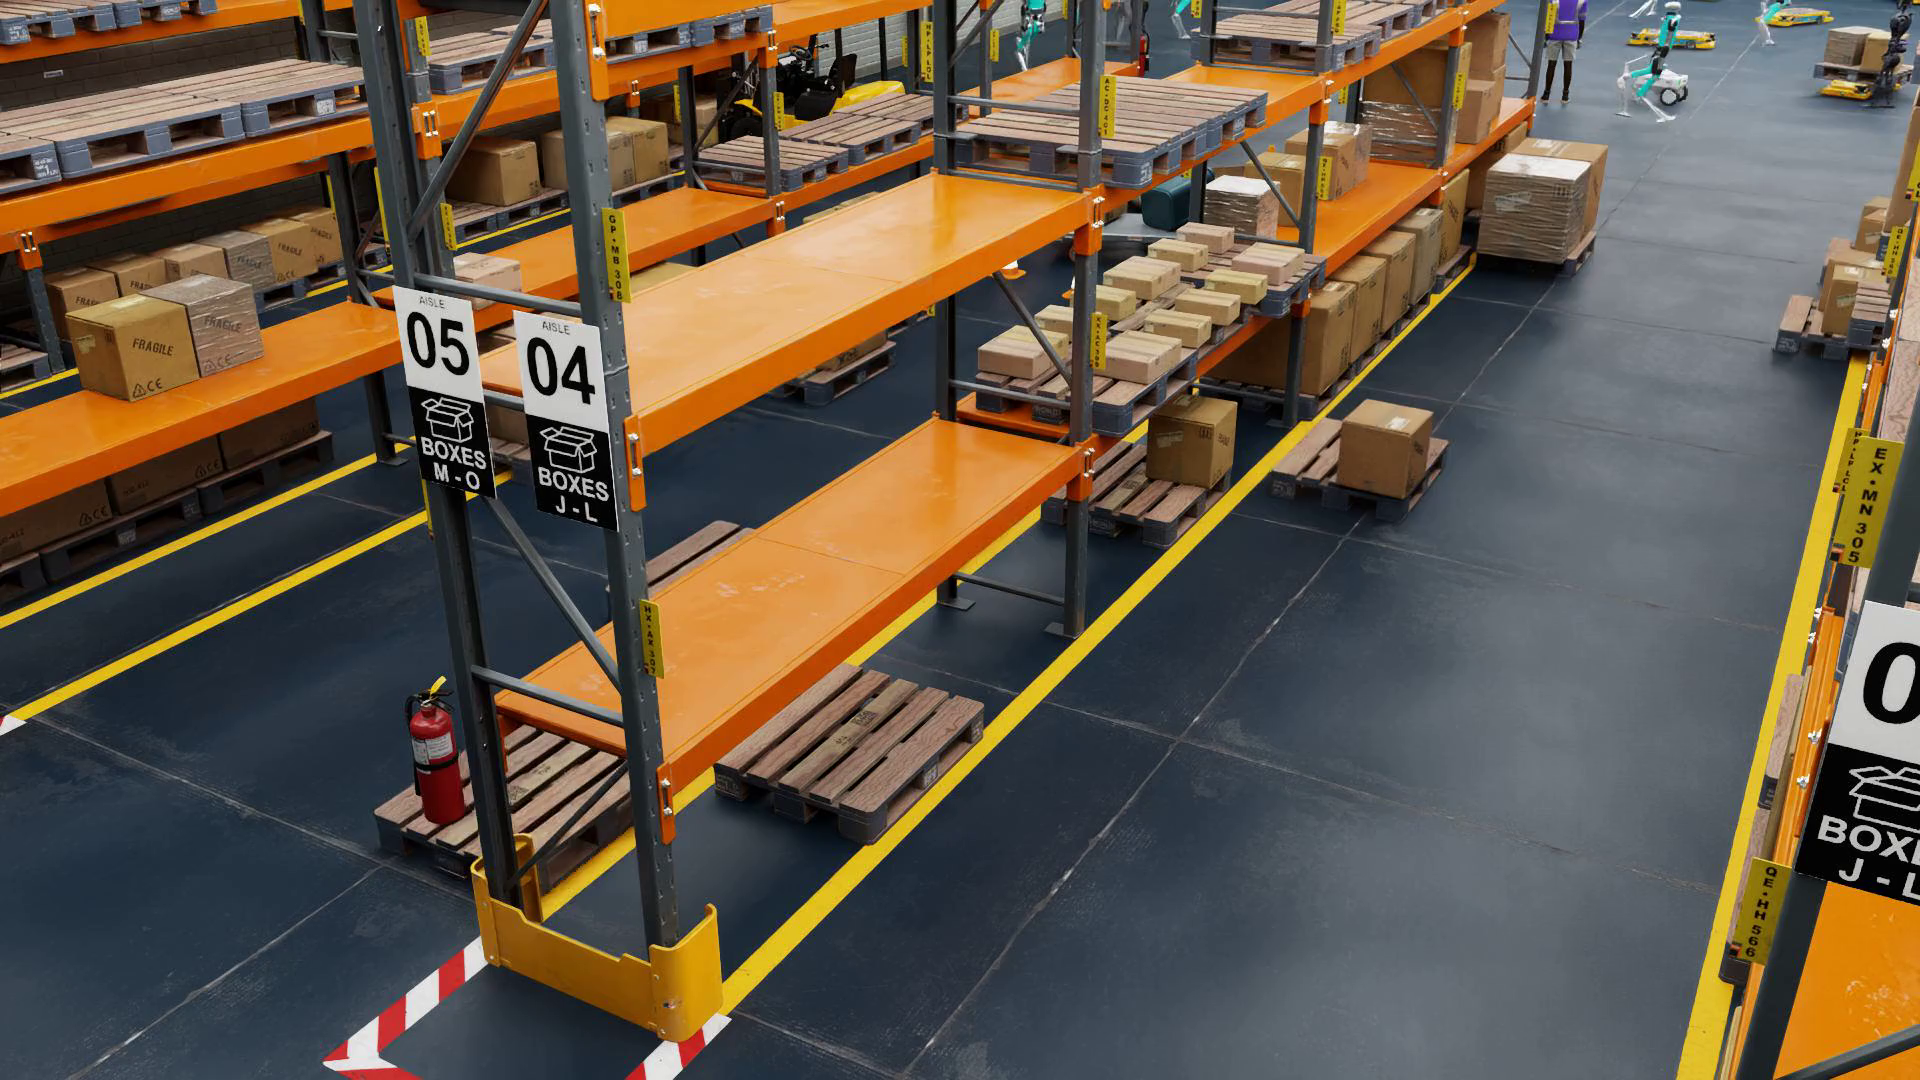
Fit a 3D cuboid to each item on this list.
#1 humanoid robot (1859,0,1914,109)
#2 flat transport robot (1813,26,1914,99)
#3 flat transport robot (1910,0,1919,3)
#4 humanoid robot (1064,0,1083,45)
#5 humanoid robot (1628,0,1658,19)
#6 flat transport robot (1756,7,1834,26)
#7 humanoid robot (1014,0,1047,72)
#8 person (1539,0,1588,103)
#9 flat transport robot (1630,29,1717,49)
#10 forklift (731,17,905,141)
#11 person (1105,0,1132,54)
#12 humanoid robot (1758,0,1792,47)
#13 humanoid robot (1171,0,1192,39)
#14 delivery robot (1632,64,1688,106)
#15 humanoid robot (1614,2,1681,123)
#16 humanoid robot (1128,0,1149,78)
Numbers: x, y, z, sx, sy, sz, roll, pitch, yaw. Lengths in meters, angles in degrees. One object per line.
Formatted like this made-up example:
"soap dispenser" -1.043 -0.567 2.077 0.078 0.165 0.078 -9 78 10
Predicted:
"humanoid robot" 13.931 -7.314 24.916 0.477 1.643 0.590 10 27 20
"flat transport robot" 14.247 -7.182 26.266 1.431 0.231 0.659 -21 33 -36
"flat transport robot" 20.426 -11.605 35.456 0.659 0.231 1.431 15 29 28
"humanoid robot" 2.004 -8.959 28.248 0.530 1.754 0.724 8 27 16
"humanoid robot" 13.638 -11.086 32.678 0.954 1.748 0.539 -6 26 -12
"flat transport robot" 16.442 -10.295 32.734 1.431 0.231 0.659 -13 28 -24
"humanoid robot" 1.037 -8.497 27.367 0.530 1.805 0.802 -21 33 -37
"person" 9.165 -7.643 25.278 0.600 1.958 0.372 5 26 11
"flat transport robot" 13.004 -9.139 30.332 1.431 0.231 0.659 11 28 21
"forklift" -1.819 -5.975 21.543 2.313 2.155 1.214 14 29 26
"person" 2.847 -9.523 29.242 0.868 1.903 0.636 3 26 7
"humanoid robot" 14.730 -9.771 29.989 0.736 1.809 0.531 20 32 35
"humanoid robot" 4.097 -10.076 30.612 0.664 1.815 0.542 -9 27 -18
"delivery robot" 10.768 -7.004 25.549 0.776 0.580 0.499 20 32 35
"humanoid robot" 9.829 -6.805 23.821 1.045 1.745 0.561 7 27 15
"humanoid robot" 2.882 -8.106 26.560 0.367 1.656 0.609 -2 26 -4
